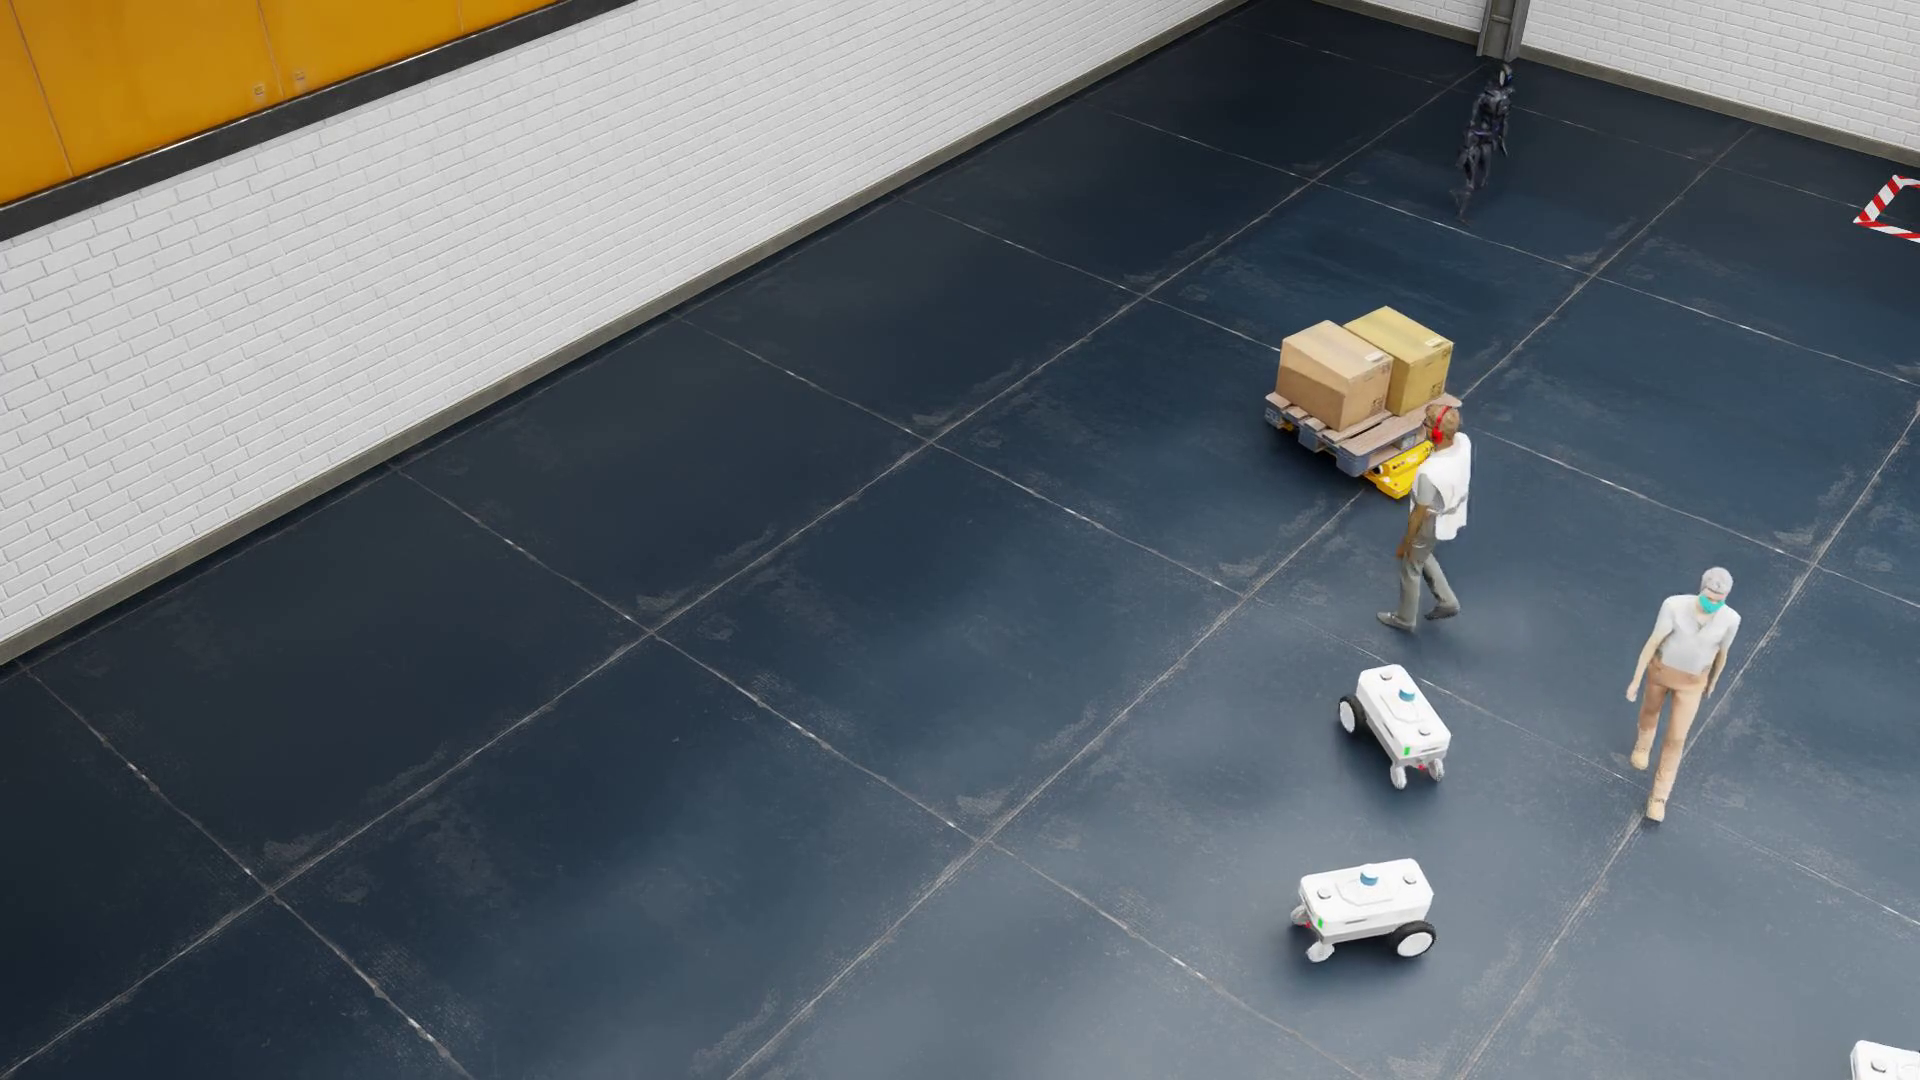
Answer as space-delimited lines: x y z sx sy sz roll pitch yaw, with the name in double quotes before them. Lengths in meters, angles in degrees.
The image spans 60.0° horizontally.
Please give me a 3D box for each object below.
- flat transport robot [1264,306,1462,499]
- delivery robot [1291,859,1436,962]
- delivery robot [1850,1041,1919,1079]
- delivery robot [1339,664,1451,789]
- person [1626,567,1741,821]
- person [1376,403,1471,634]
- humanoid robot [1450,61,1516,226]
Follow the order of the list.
"flat transport robot" 3.198 -0.850 13.341 0.659 0.231 1.431 -25 45 -27
"delivery robot" 2.306 2.072 9.476 0.773 0.582 0.499 -7 39 -9
"delivery robot" 4.951 2.845 8.516 0.752 0.581 0.518 11 40 13
"delivery robot" 2.810 1.141 10.629 0.499 0.579 0.753 -10 40 -12
"person" 4.307 0.883 10.041 0.483 1.708 0.845 17 42 20
"person" 3.189 -0.103 11.171 0.466 1.823 0.596 25 45 27
"humanoid robot" 4.942 -3.829 15.920 0.600 1.631 0.473 -23 44 -26
